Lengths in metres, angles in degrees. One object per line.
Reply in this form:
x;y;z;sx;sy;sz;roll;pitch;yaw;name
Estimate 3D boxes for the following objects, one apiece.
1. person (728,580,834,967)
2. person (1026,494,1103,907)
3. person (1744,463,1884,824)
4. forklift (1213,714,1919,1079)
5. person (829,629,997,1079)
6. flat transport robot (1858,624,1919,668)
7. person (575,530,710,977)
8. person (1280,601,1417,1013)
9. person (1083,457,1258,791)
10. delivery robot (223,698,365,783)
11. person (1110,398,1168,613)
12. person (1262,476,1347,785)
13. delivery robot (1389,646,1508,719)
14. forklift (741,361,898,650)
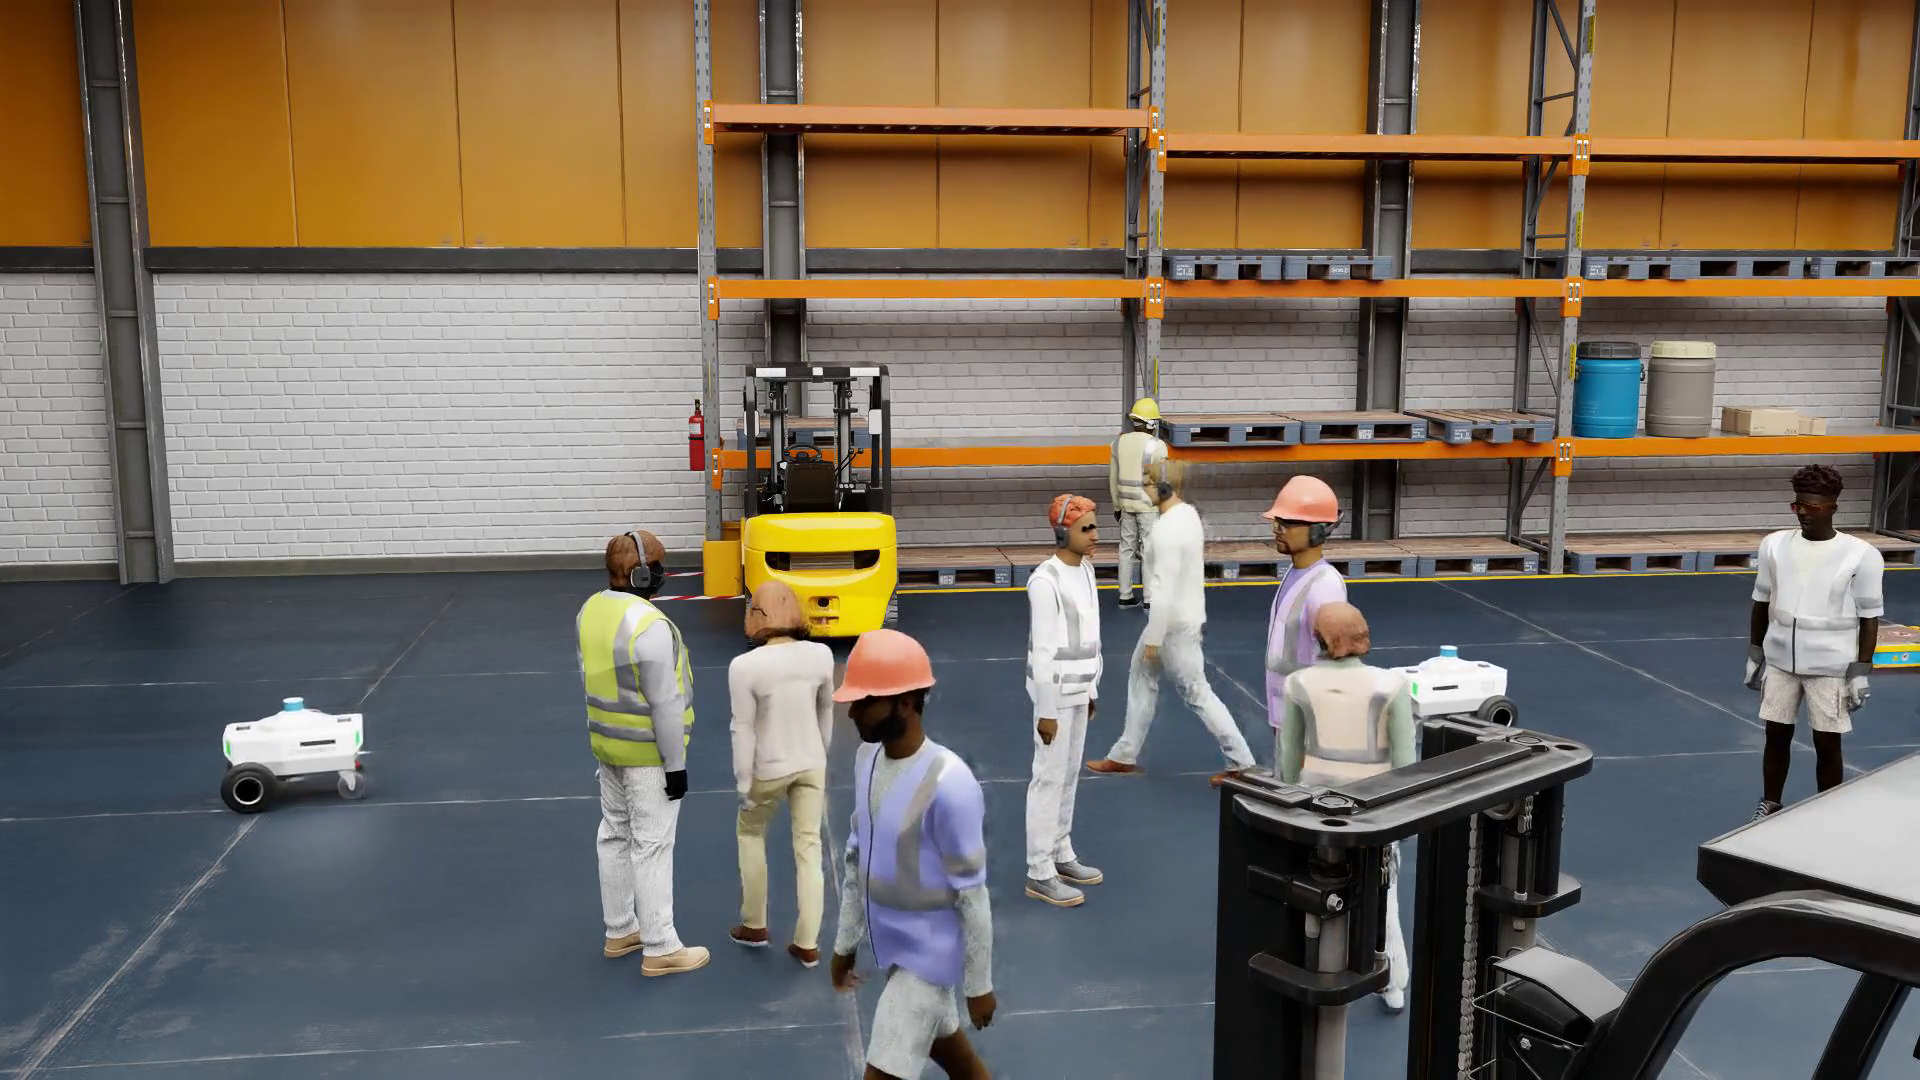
-0.766;0.965;7.037;0.505;1.610;0.639;-5;10;-29;person
0.487;0.724;7.694;0.346;1.880;0.578;4;10;24;person
4.194;0.596;8.231;0.362;1.963;0.614;-7;12;-38;person
1.441;1.425;2.350;1.214;2.155;2.313;-7;12;-39;forklift
-0.185;1.184;4.845;1.021;1.874;0.547;-5;10;-29;person
6.744;0.793;12.276;1.431;0.197;0.652;-1;9;-8;flat transport robot
-1.316;0.873;6.894;0.429;1.844;0.627;-8;12;-42;person
1.508;1.049;6.500;0.559;1.617;0.354;4;10;25;person
1.234;0.471;9.295;1.023;1.889;0.634;2;9;14;person
-3.645;1.109;9.128;0.707;0.478;0.477;-3;10;-19;delivery robot
1.563;-0.295;14.212;0.601;1.830;0.404;9;13;43;person
1.434;0.744;7.055;0.362;2.048;0.613;0;9;-2;person
3.045;0.906;10.401;0.707;0.478;0.477;-3;10;-17;delivery robot
-1.154;-0.340;13.365;1.214;2.155;2.313;-1;9;-7;forklift
